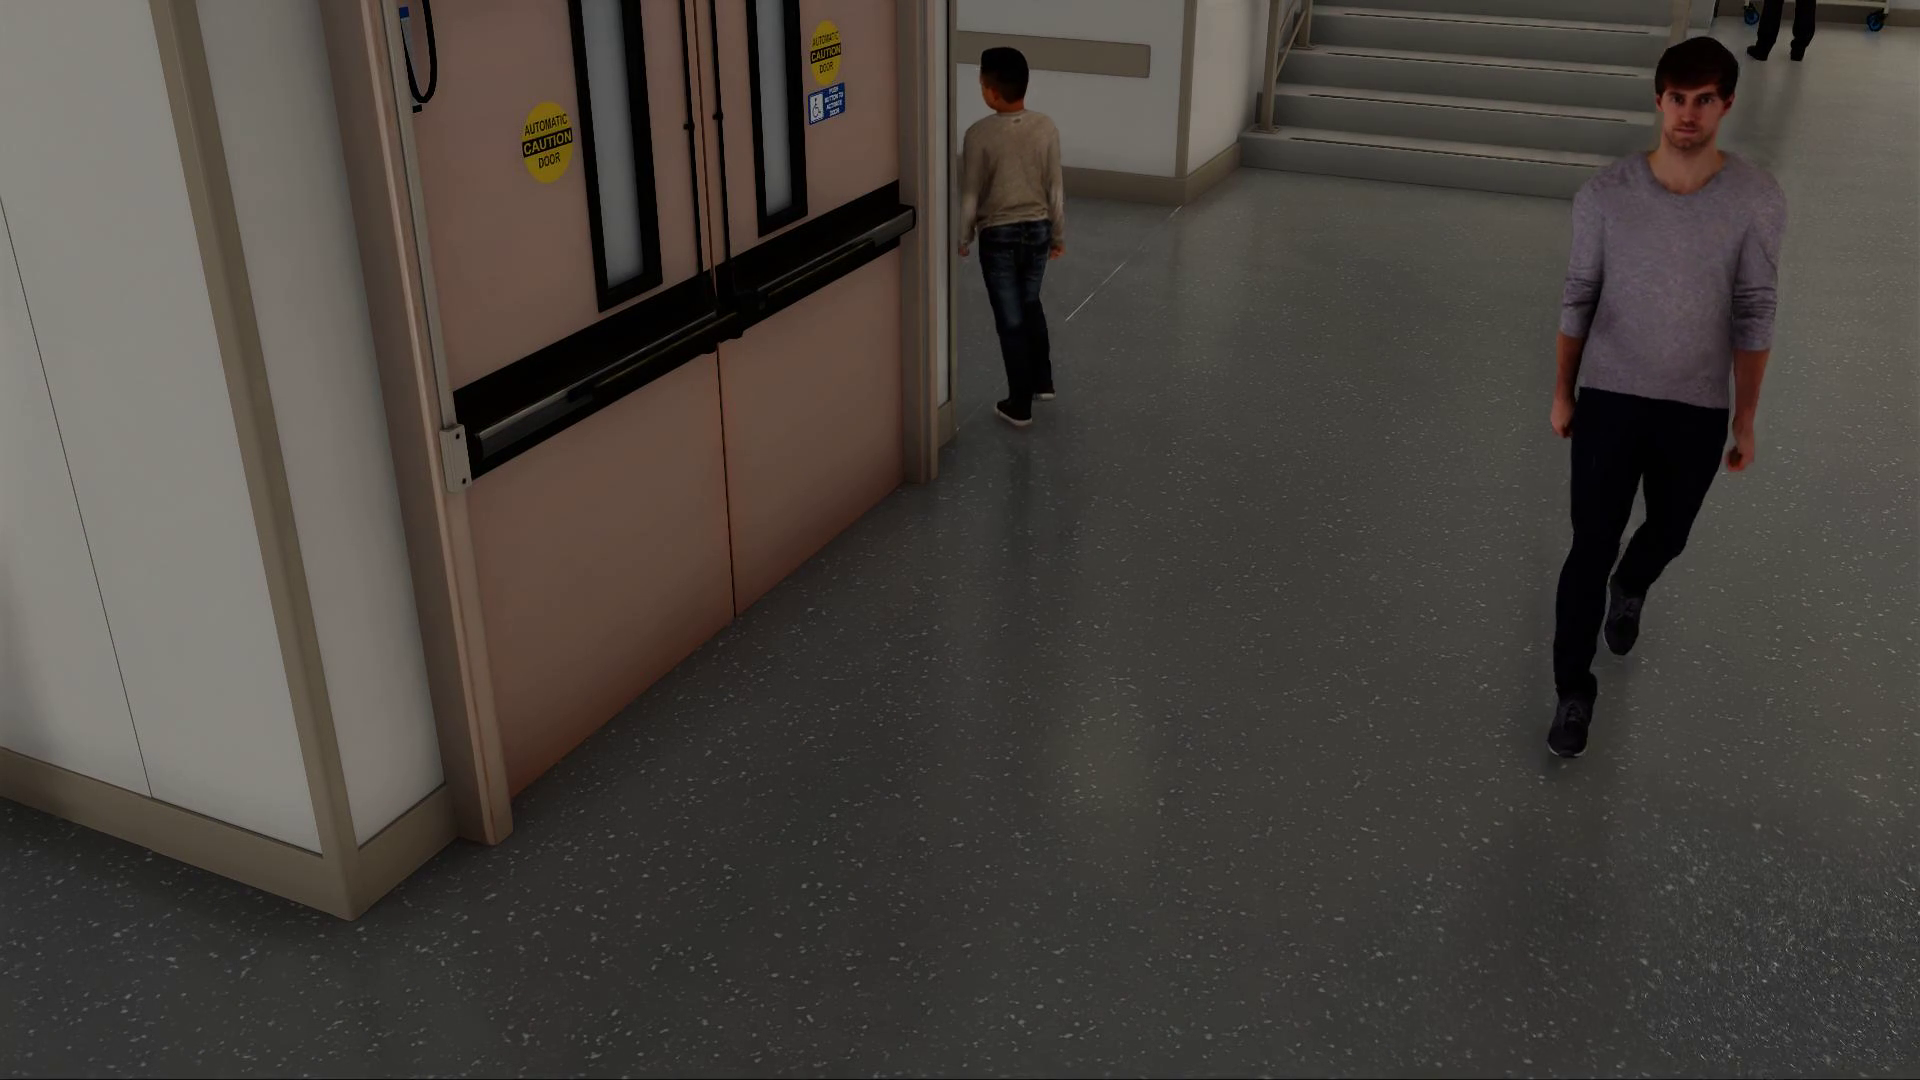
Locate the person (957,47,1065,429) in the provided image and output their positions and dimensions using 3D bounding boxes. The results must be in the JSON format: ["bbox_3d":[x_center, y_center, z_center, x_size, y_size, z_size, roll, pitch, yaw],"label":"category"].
[{"bbox_3d":[0.224,-1.111,6.341,0.649,1.447,0.715,-10,27,-19],"label":"person"}]

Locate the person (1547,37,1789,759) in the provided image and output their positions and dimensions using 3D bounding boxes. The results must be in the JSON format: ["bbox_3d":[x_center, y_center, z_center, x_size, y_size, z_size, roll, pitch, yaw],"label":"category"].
[{"bbox_3d":[1.849,-0.386,4.423,0.761,1.808,1.171,8,27,16],"label":"person"}]

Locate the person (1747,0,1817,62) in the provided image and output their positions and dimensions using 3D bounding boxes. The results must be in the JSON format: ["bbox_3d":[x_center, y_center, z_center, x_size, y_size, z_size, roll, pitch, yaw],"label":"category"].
[{"bbox_3d":[7.013,-5.003,13.880,0.742,1.911,0.677,5,26,10],"label":"person"}]
